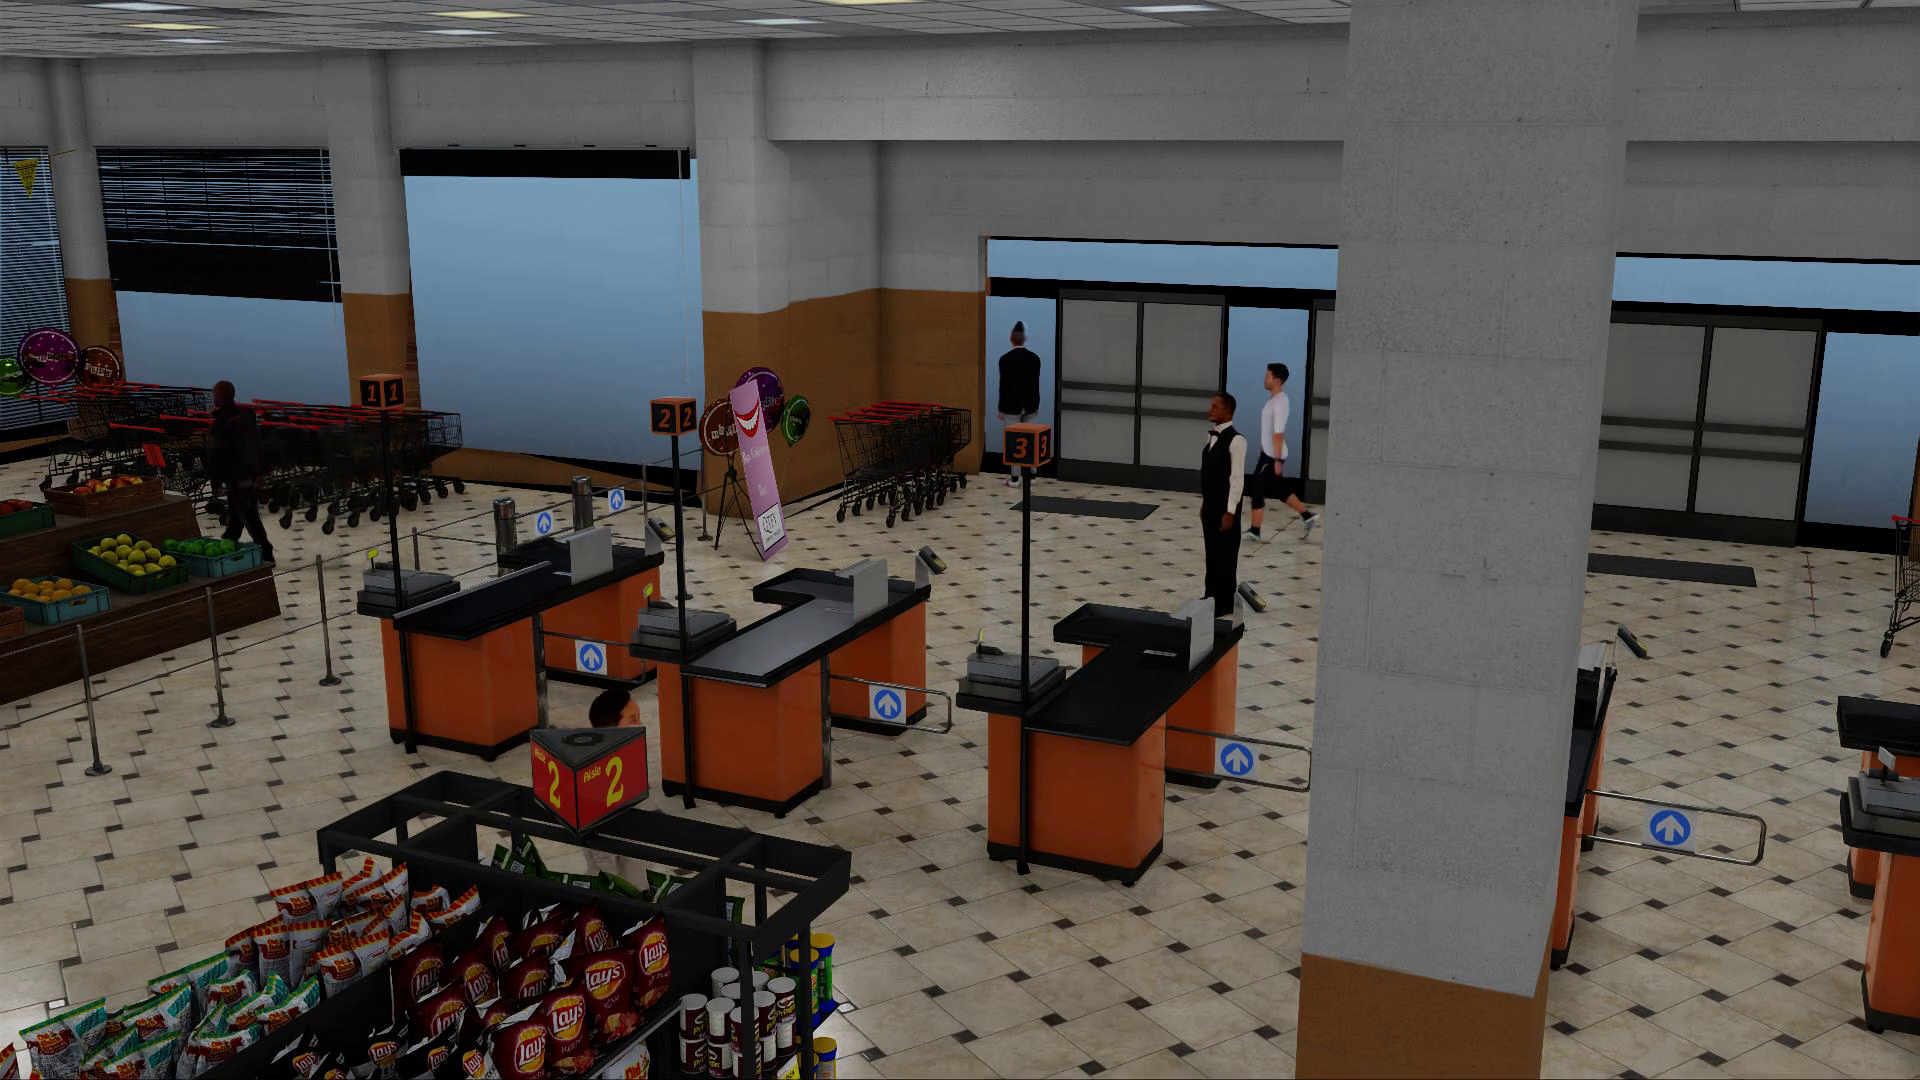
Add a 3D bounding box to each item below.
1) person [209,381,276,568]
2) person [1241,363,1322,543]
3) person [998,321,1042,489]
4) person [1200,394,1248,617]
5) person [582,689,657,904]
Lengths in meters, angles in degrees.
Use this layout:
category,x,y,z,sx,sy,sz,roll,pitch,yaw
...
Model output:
category,x,y,z,sx,sy,sz,roll,pitch,yaw
person,-6.743,-0.609,15.792,0.967,1.799,1.047,2,14,7
person,3.246,-0.853,16.750,0.890,1.824,1.117,3,14,11
person,0.709,-1.599,19.545,0.768,1.955,0.850,-6,15,-24
person,2.258,-0.314,14.326,0.827,1.918,0.766,-5,14,-19
person,-1.549,1.514,7.116,0.901,1.763,1.146,3,14,13
